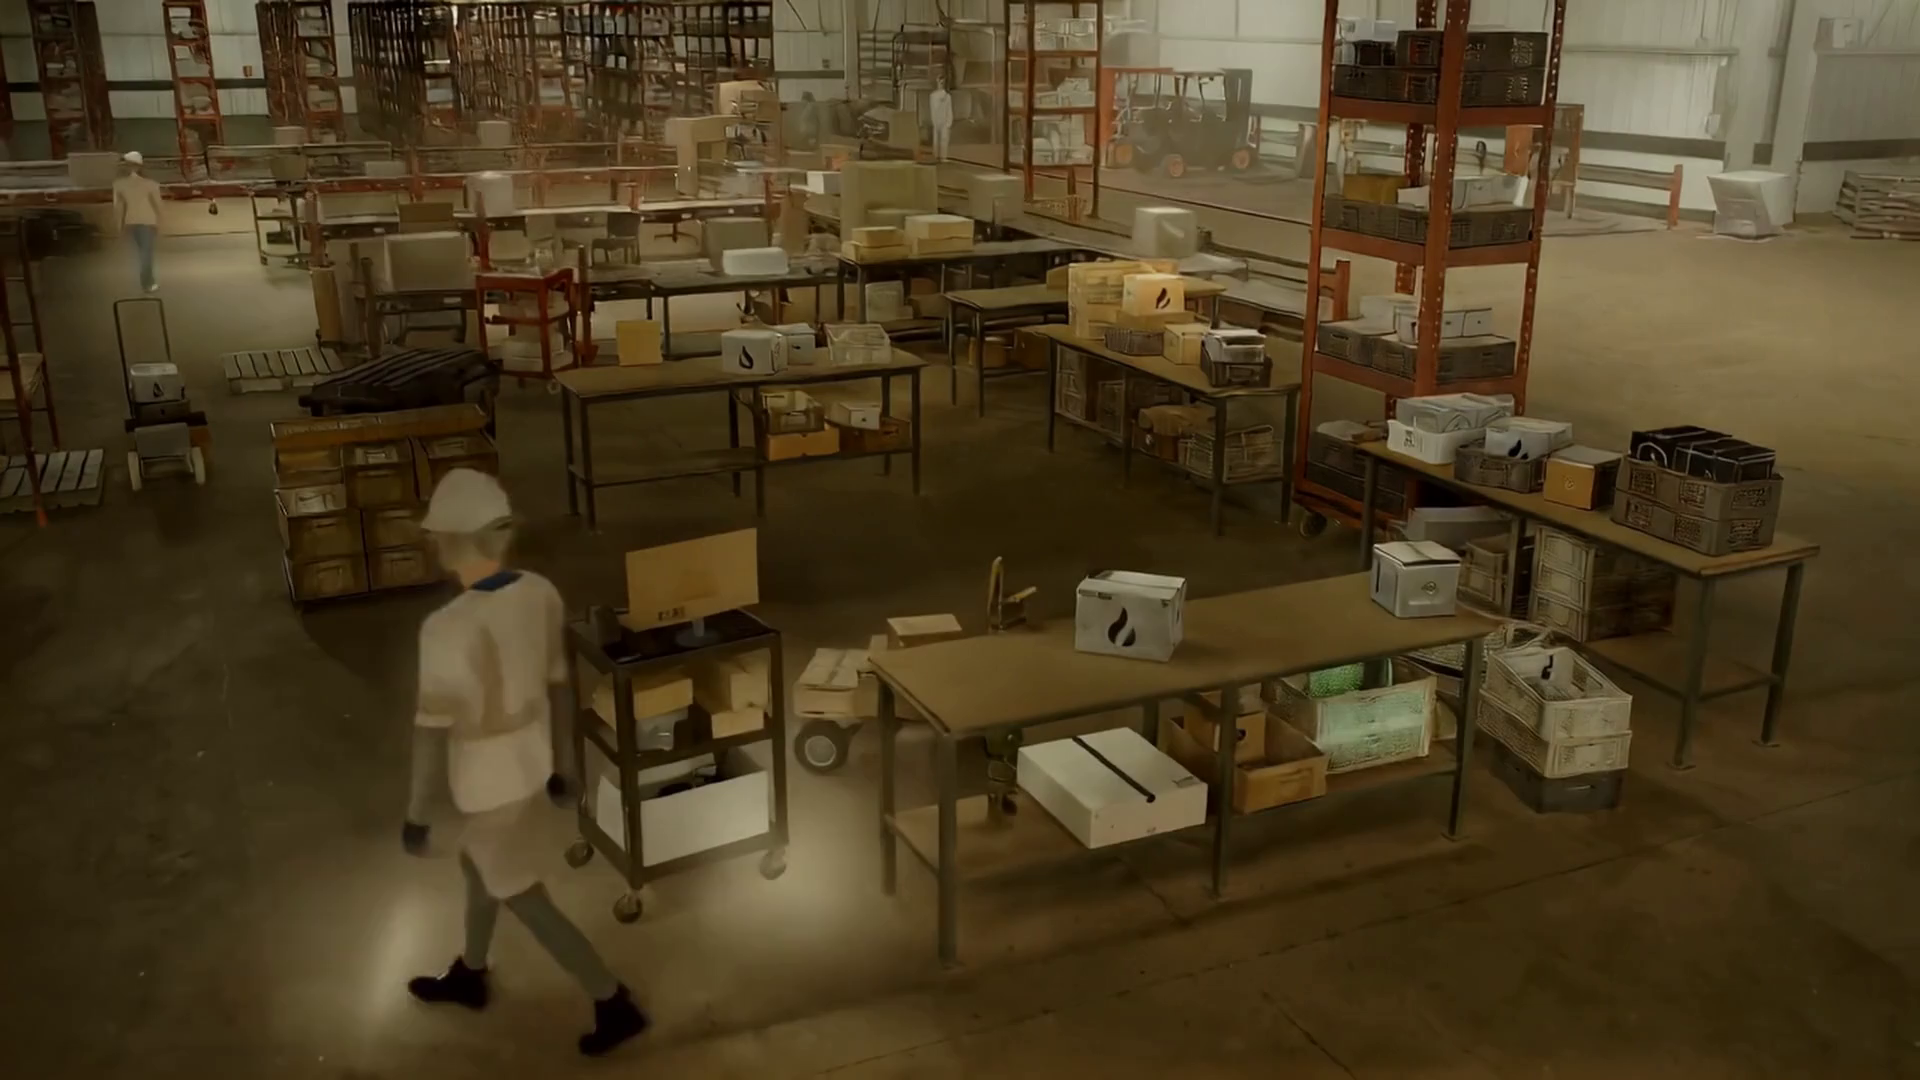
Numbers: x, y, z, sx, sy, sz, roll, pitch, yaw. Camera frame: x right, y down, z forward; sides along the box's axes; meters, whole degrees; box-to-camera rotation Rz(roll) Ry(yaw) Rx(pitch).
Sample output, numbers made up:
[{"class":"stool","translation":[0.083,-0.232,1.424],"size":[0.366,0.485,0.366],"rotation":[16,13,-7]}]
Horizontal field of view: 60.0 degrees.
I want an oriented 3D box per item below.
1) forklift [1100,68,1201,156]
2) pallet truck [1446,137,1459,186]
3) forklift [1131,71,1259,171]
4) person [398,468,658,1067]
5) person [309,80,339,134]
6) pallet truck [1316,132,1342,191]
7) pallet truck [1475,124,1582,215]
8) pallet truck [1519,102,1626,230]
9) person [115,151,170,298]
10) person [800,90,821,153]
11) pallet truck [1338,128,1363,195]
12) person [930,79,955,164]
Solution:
[{"class":"forklift","translation":[4.082,-9.564,37.410],"size":[2.680,1.987,1.157],"rotation":[-8,19,-23]},{"class":"pallet truck","translation":[9.184,-6.485,29.328],"size":[1.630,1.274,0.653],"rotation":[-8,19,-23]},{"class":"forklift","translation":[4.998,-8.936,35.413],"size":[2.680,1.987,1.157],"rotation":[-9,20,-25]},{"class":"person","translation":[-1.445,0.751,5.399],"size":[1.016,2.003,0.615],"rotation":[5,18,16]},{"class":"person","translation":[-16.791,-11.324,43.775],"size":[0.931,1.802,0.568],"rotation":[-5,18,-16]},{"class":"pallet truck","translation":[7.723,-7.504,32.656],"size":[1.601,1.201,0.680],"rotation":[-8,19,-23]},{"class":"pallet truck","translation":[9.707,-6.455,28.103],"size":[1.885,1.965,0.823],"rotation":[-7,19,-20]},{"class":"pallet truck","translation":[9.972,-6.037,26.785],"size":[1.885,1.965,0.823],"rotation":[-9,20,-25]},{"class":"person","translation":[-9.971,-3.877,20.386],"size":[0.542,1.734,0.728],"rotation":[0,18,1]},{"class":"person","translation":[-3.109,-8.413,34.574],"size":[0.423,1.815,0.598],"rotation":[3,18,8]},{"class":"pallet truck","translation":[7.845,-7.140,31.411],"size":[1.522,1.261,0.704],"rotation":[-9,20,-25]},{"class":"person","translation":[-0.386,-9.633,38.275],"size":[0.406,1.902,0.639],"rotation":[-16,24,-41]}]
